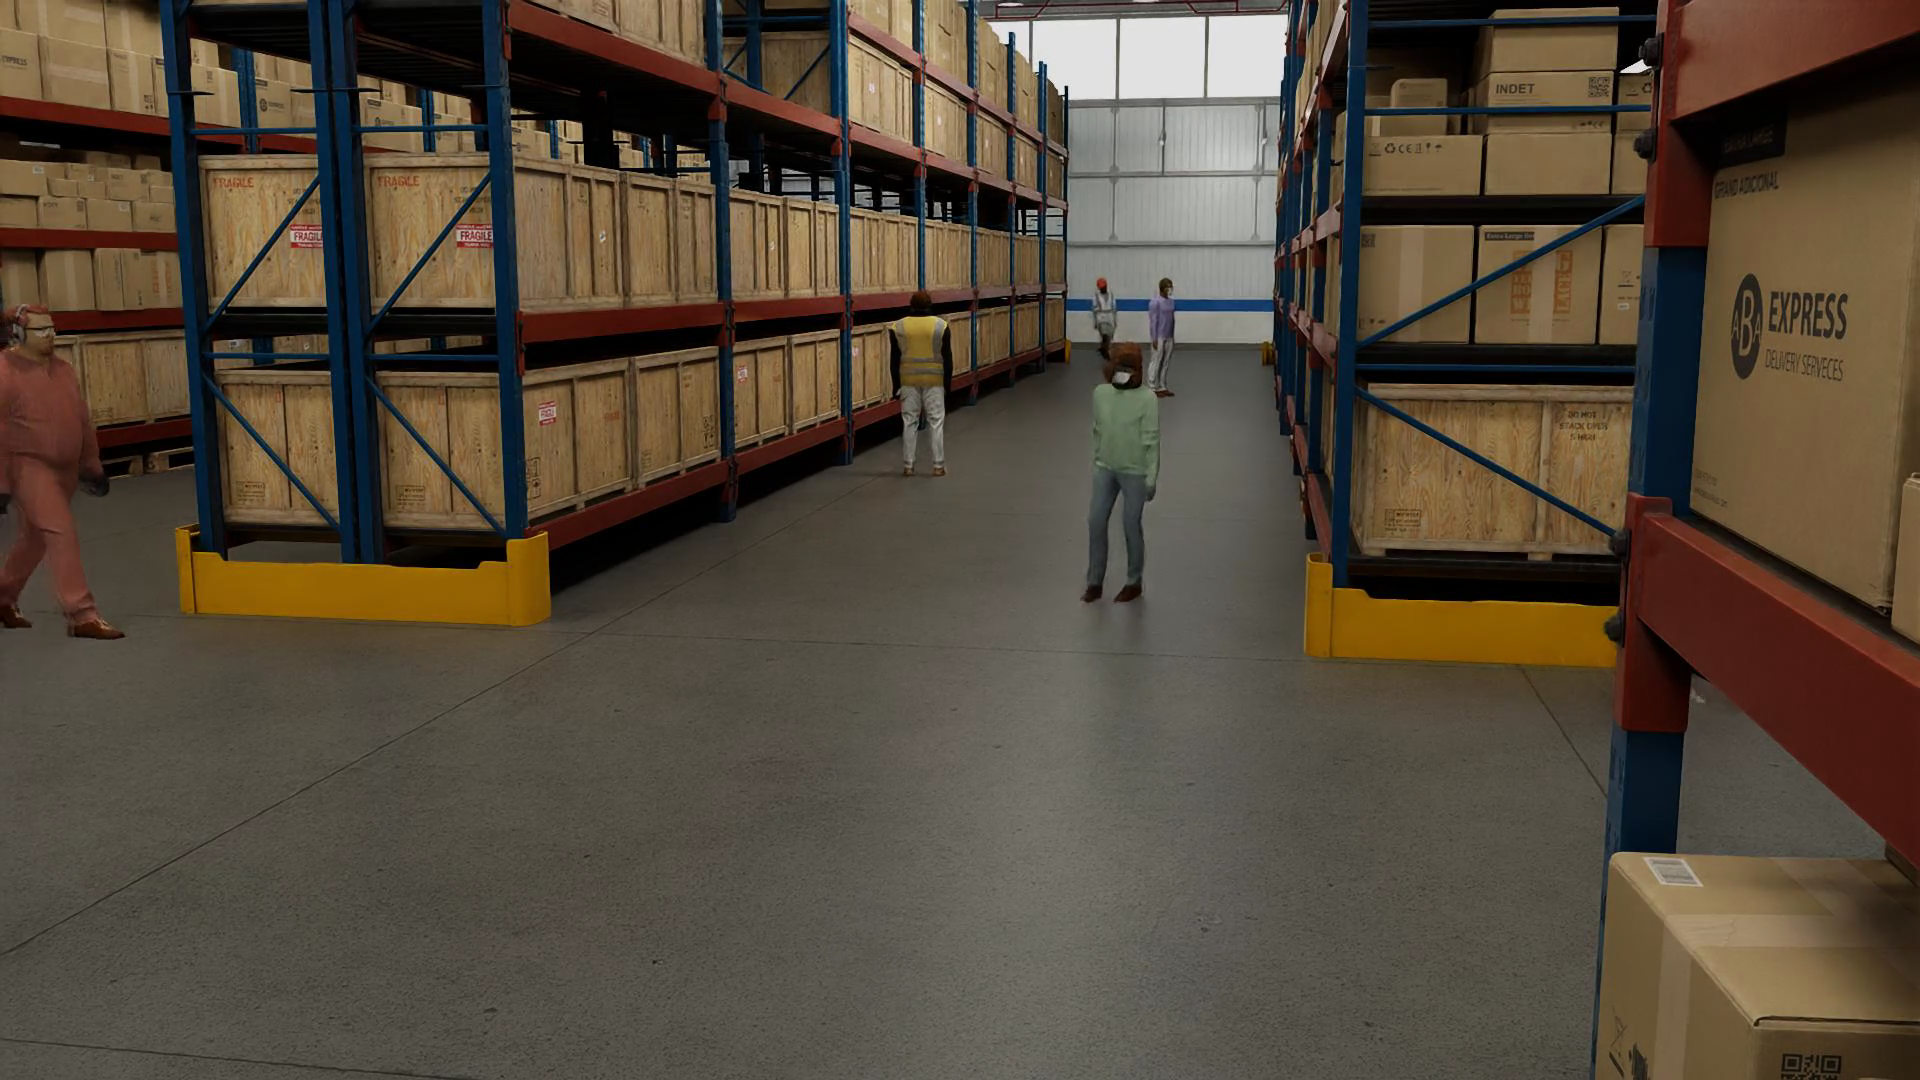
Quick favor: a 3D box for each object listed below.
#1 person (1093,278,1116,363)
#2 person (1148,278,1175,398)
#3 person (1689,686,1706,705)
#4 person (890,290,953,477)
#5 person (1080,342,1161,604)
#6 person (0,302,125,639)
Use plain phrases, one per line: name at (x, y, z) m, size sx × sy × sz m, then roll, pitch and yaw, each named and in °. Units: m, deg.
person at (3.212, -4.910, 37.178) m, size 0.554 × 1.901 × 0.627 m, roll -2°, pitch 9°, yaw -14°
person at (3.269, -3.263, 26.884) m, size 0.366 × 1.931 × 0.631 m, roll 8°, pitch 12°, yaw 40°
person at (3.681, -0.040, 7.616) m, size 0.897 × 1.693 × 0.489 m, roll 1°, pitch 9°, yaw 8°
person at (-0.377, -1.540, 16.455) m, size 0.620 × 1.845 × 0.430 m, roll 0°, pitch 9°, yaw 3°
person at (0.977, -0.390, 10.016) m, size 0.530 × 1.599 × 0.613 m, roll 7°, pitch 11°, yaw 37°
person at (-5.131, -0.387, 9.260) m, size 0.971 × 1.867 × 0.653 m, roll 2°, pitch 9°, yaw 10°
